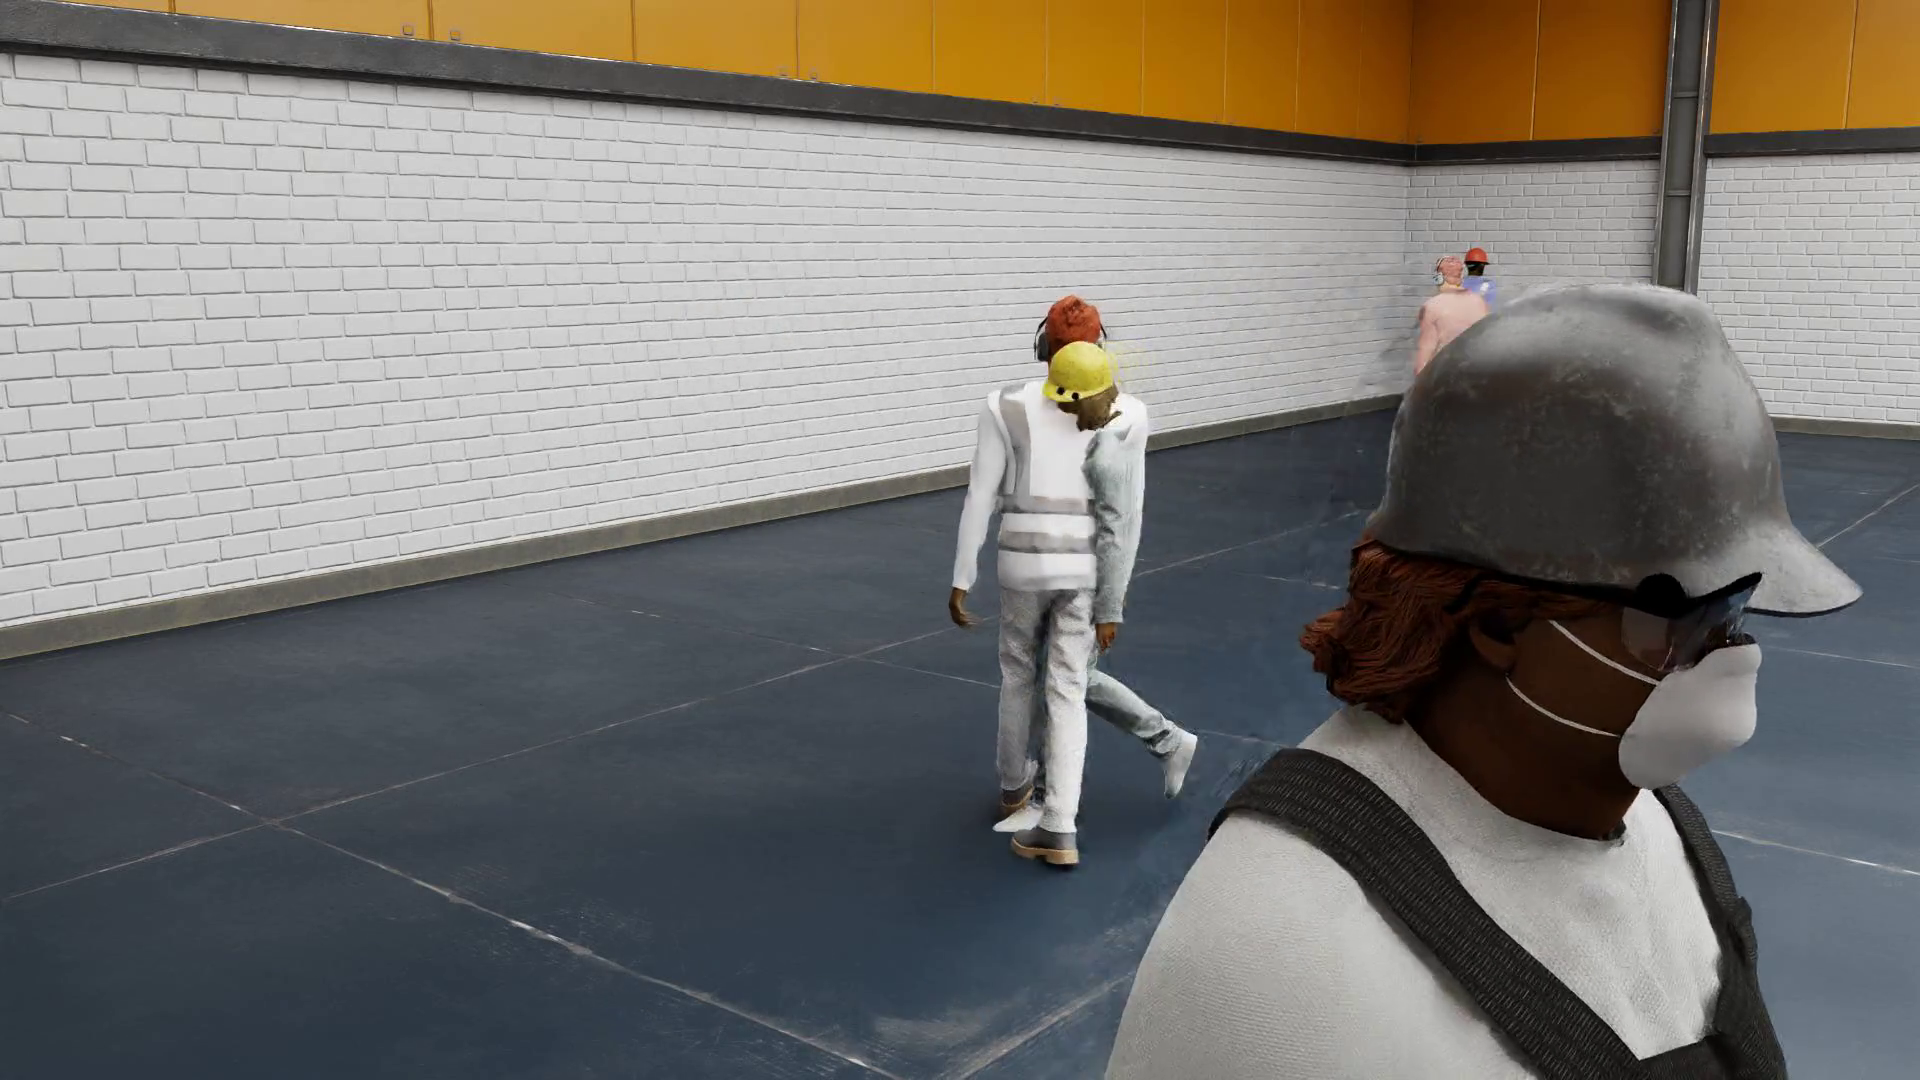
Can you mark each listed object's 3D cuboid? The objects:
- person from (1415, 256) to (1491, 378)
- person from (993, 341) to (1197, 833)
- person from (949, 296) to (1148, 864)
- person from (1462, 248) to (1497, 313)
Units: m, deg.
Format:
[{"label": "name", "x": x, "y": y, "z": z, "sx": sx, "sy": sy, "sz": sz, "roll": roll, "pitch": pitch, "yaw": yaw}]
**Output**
[{"label": "person", "x": 3.675, "y": -1.187, "z": 12.601, "sx": 0.639, "sy": 1.902, "sz": 0.406, "roll": -5, "pitch": 11, "yaw": -25}, {"label": "person", "x": 0.480, "y": 0.170, "z": 5.641, "sx": 0.693, "sy": 1.697, "sz": 0.549, "roll": -2, "pitch": 10, "yaw": -11}, {"label": "person", "x": 0.293, "y": 0.117, "z": 5.558, "sx": 0.661, "sy": 1.839, "sz": 0.849, "roll": -1, "pitch": 10, "yaw": -3}, {"label": "person", "x": 5.800, "y": -2.334, "z": 18.861, "sx": 0.545, "sy": 1.933, "sz": 0.376, "roll": 7, "pitch": 12, "yaw": 33}]
